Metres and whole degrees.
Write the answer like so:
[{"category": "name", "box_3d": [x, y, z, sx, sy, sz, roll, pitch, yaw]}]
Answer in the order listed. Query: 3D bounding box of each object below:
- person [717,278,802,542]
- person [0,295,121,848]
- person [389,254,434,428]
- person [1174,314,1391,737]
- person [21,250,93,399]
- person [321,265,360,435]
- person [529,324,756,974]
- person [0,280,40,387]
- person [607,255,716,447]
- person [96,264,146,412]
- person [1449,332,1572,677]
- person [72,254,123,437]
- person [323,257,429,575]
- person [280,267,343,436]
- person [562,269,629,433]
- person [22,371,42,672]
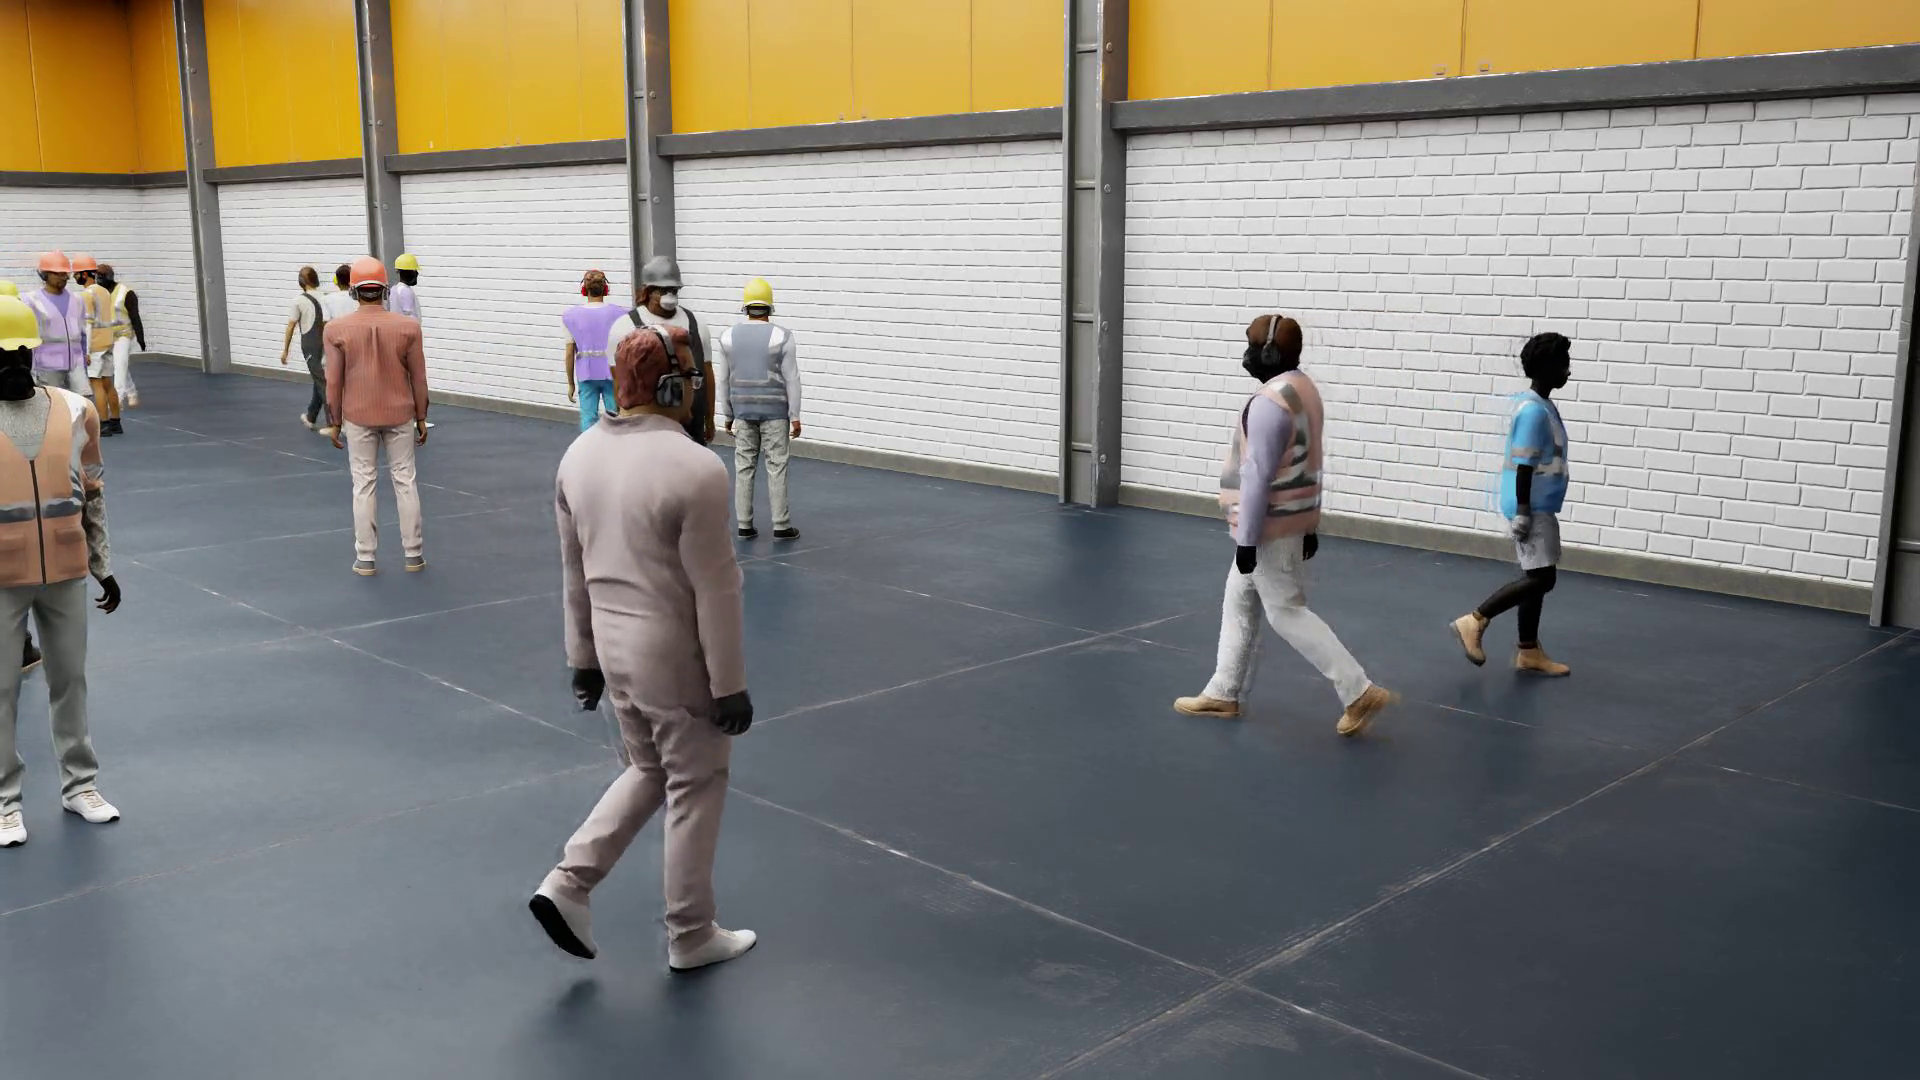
[{"category": "person", "box_3d": [-1.376, -0.897, 11.587, 0.600, 1.836, 0.404, 3, 11, 15]}, {"category": "person", "box_3d": [-3.291, 0.104, 5.885, 0.372, 1.925, 0.595, 9, 14, 41]}, {"category": "person", "box_3d": [-6.110, -2.202, 18.462, 0.366, 1.926, 0.592, -7, 12, -32]}, {"category": "person", "box_3d": [1.408, -0.059, 7.117, 0.912, 1.813, 0.632, 4, 11, 23]}, {"category": "person", "box_3d": [-8.240, -1.621, 15.106, 0.910, 2.010, 0.612, 6, 12, 30]}, {"category": "person", "box_3d": [-6.427, -1.957, 17.442, 0.539, 1.805, 0.977, -5, 11, -24]}, {"category": "person", "box_3d": [-0.875, 0.342, 4.692, 0.649, 1.890, 0.565, 10, 14, 43]}, {"category": "person", "box_3d": [-8.286, -1.391, 14.546, 0.325, 1.740, 0.493, 5, 12, 26]}, {"category": "person", "box_3d": [-1.914, -0.838, 10.715, 0.689, 2.000, 0.812, -7, 12, -32]}, {"category": "person", "box_3d": [-10.363, -2.501, 20.486, 0.665, 1.796, 0.937, 1, 10, 6]}, {"category": "person", "box_3d": [2.704, -0.160, 7.994, 0.471, 1.687, 0.537, 4, 11, 21]}, {"category": "person", "box_3d": [-9.207, -2.059, 17.684, 0.379, 1.930, 0.545, -1, 10, -3]}, {"category": "person", "box_3d": [-3.662, -0.773, 10.480, 0.612, 1.997, 0.375, -5, 11, -24]}, {"category": "person", "box_3d": [-6.950, -2.022, 17.847, 0.978, 1.781, 0.546, 8, 13, 39]}, {"category": "person", "box_3d": [-2.991, -1.309, 13.803, 0.566, 1.850, 0.389, -2, 11, -11]}, {"category": "person", "box_3d": [-4.656, -0.256, 7.827, 0.627, 1.944, 0.820, -1, 10, -8]}]
